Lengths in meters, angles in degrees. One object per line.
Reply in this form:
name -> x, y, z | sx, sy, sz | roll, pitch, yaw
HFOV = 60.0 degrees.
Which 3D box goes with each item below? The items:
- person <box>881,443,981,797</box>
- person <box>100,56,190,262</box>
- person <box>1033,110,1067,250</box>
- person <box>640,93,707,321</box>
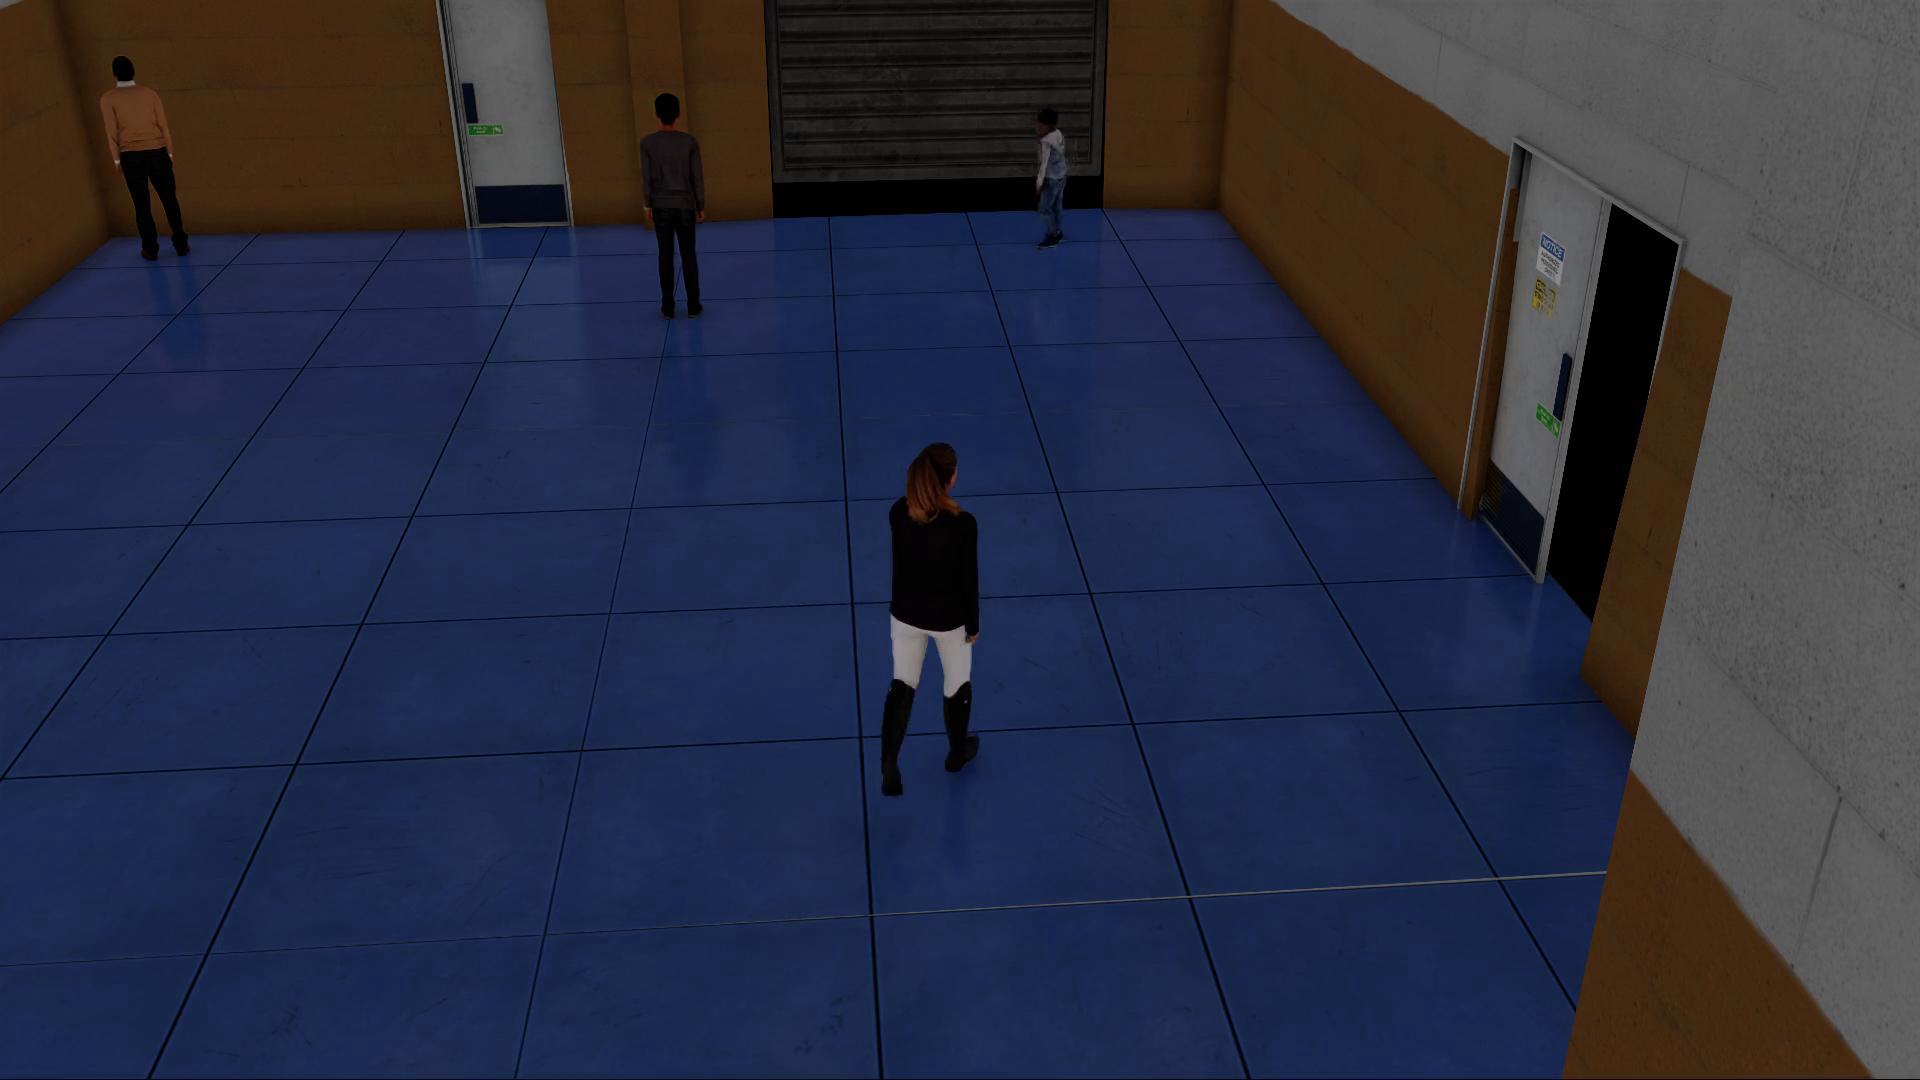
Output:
person -> -0.154, 0.391, 7.241 | 1.007, 1.712, 0.908 | 9, 28, 18
person -> -7.151, -3.346, 14.577 | 0.694, 1.752, 0.810 | -16, 31, -29
person -> 0.856, -3.289, 15.042 | 0.703, 1.237, 0.698 | 24, 35, 39
person -> -2.270, -2.627, 13.152 | 0.480, 1.765, 0.711 | 10, 29, 19
